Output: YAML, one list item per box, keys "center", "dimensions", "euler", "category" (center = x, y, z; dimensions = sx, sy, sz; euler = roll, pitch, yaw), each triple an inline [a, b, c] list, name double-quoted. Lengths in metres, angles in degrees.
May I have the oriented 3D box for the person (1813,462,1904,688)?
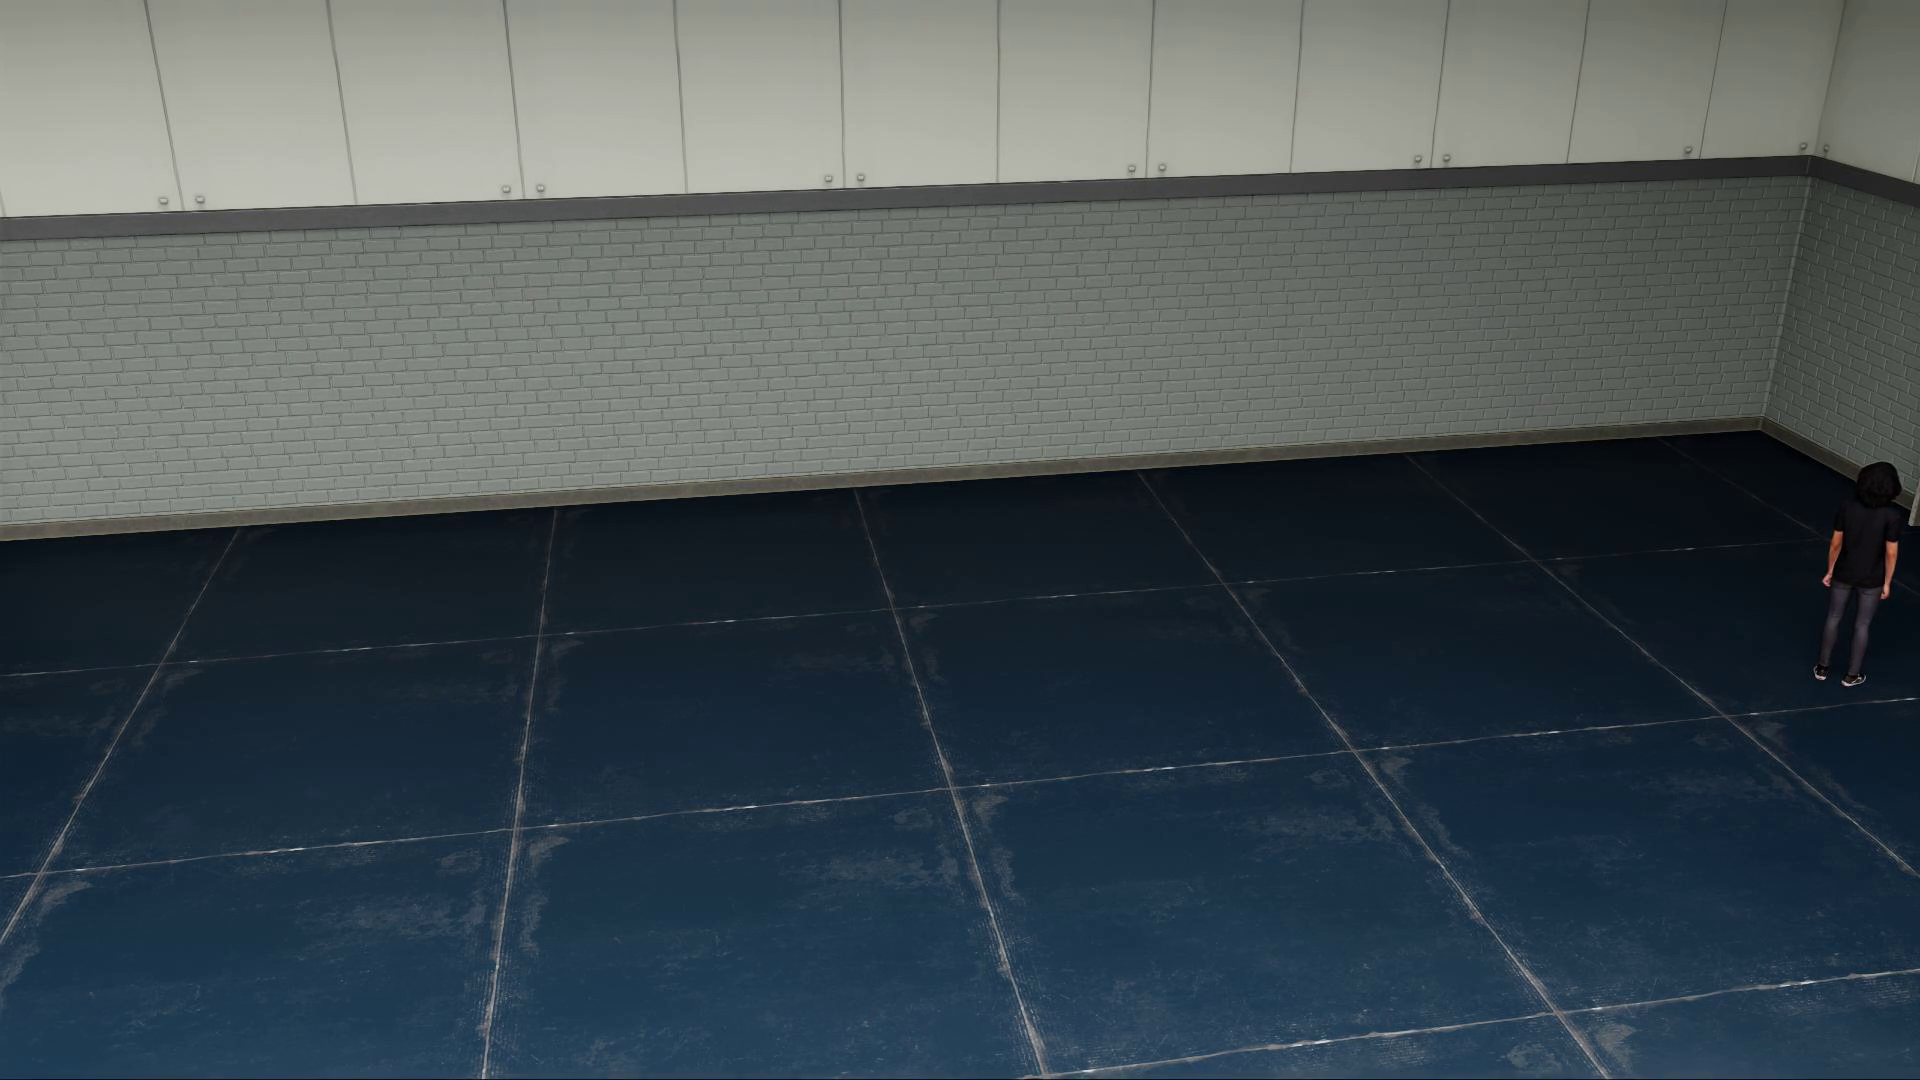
- center: [6.977, 0.256, 12.915]
  dimensions: [0.680, 1.837, 0.767]
  euler: [19, 30, 37]
  category: "person"
